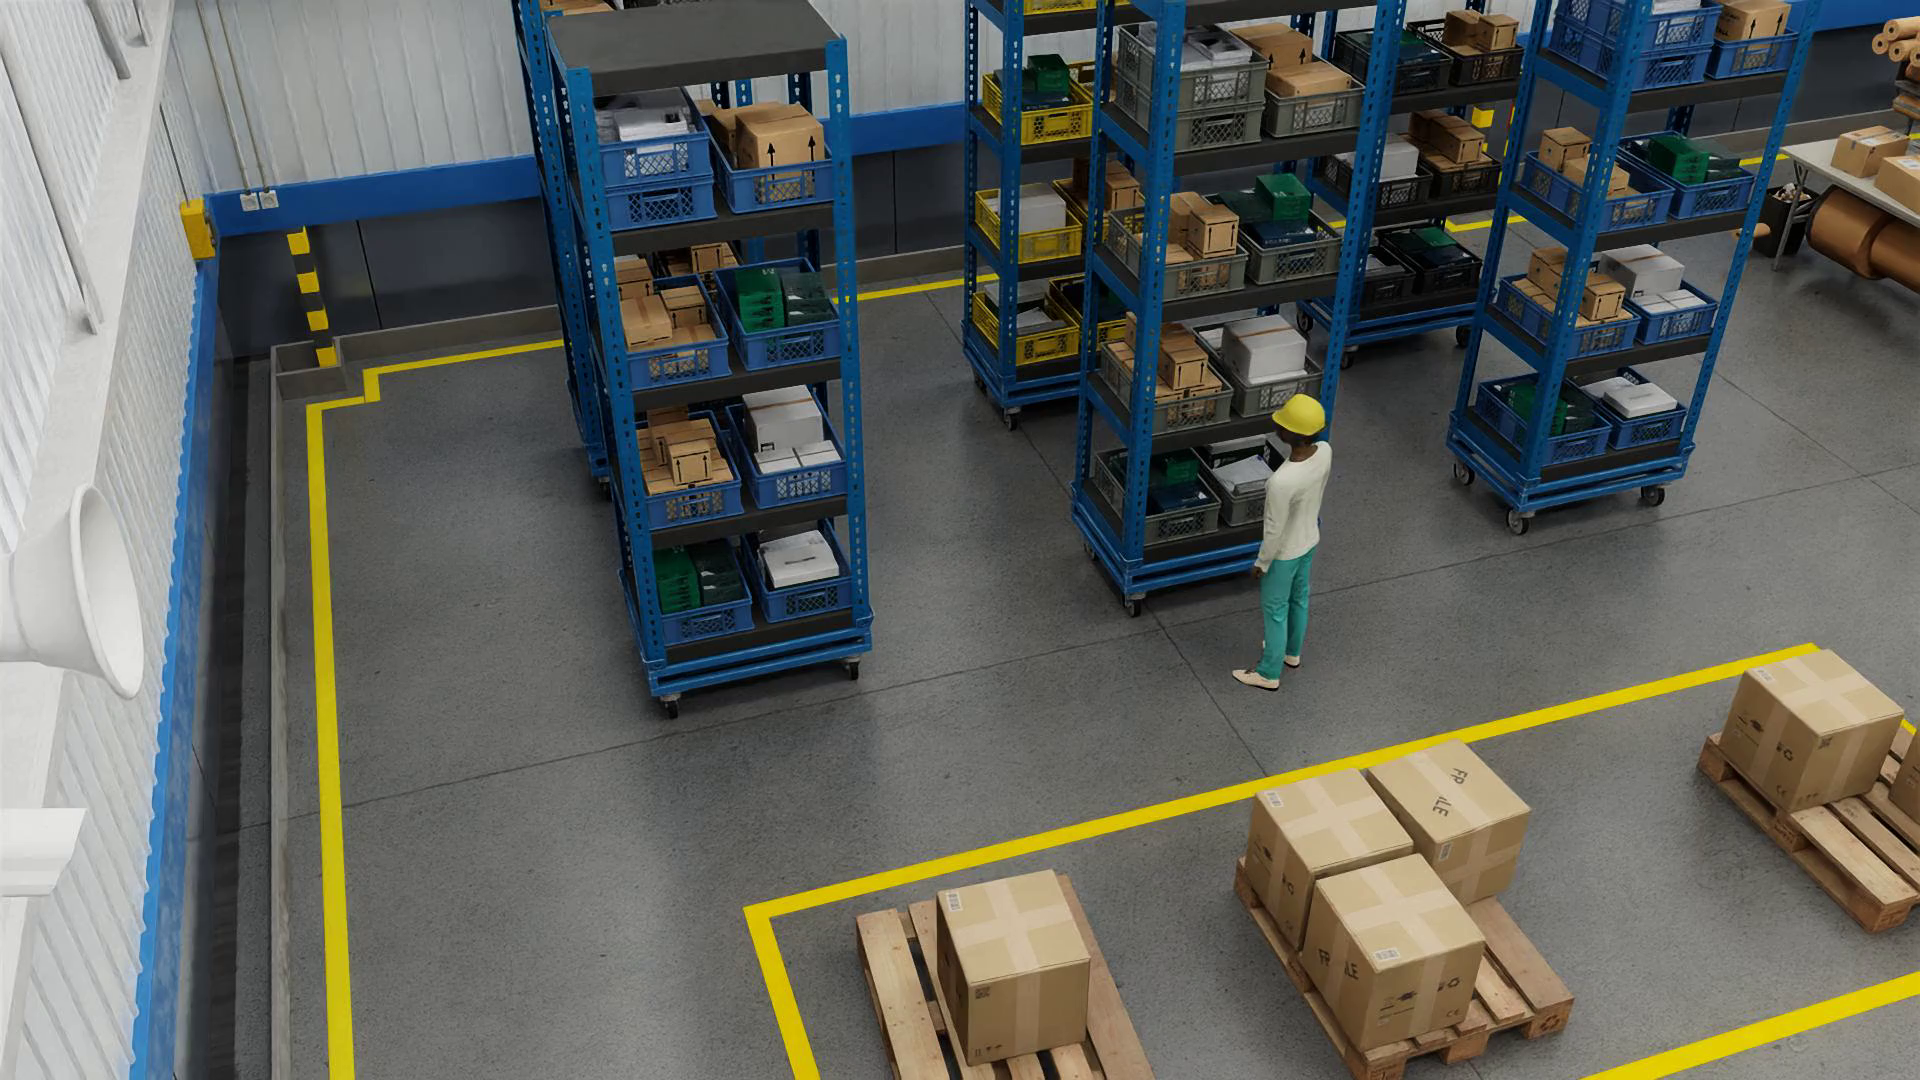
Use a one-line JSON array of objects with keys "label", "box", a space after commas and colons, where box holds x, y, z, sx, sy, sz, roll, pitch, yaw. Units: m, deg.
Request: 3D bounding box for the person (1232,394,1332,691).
[{"label": "person", "box": [1.711, 0.013, 8.734, 0.299, 1.772, 0.530, 25, 42, 31]}]
